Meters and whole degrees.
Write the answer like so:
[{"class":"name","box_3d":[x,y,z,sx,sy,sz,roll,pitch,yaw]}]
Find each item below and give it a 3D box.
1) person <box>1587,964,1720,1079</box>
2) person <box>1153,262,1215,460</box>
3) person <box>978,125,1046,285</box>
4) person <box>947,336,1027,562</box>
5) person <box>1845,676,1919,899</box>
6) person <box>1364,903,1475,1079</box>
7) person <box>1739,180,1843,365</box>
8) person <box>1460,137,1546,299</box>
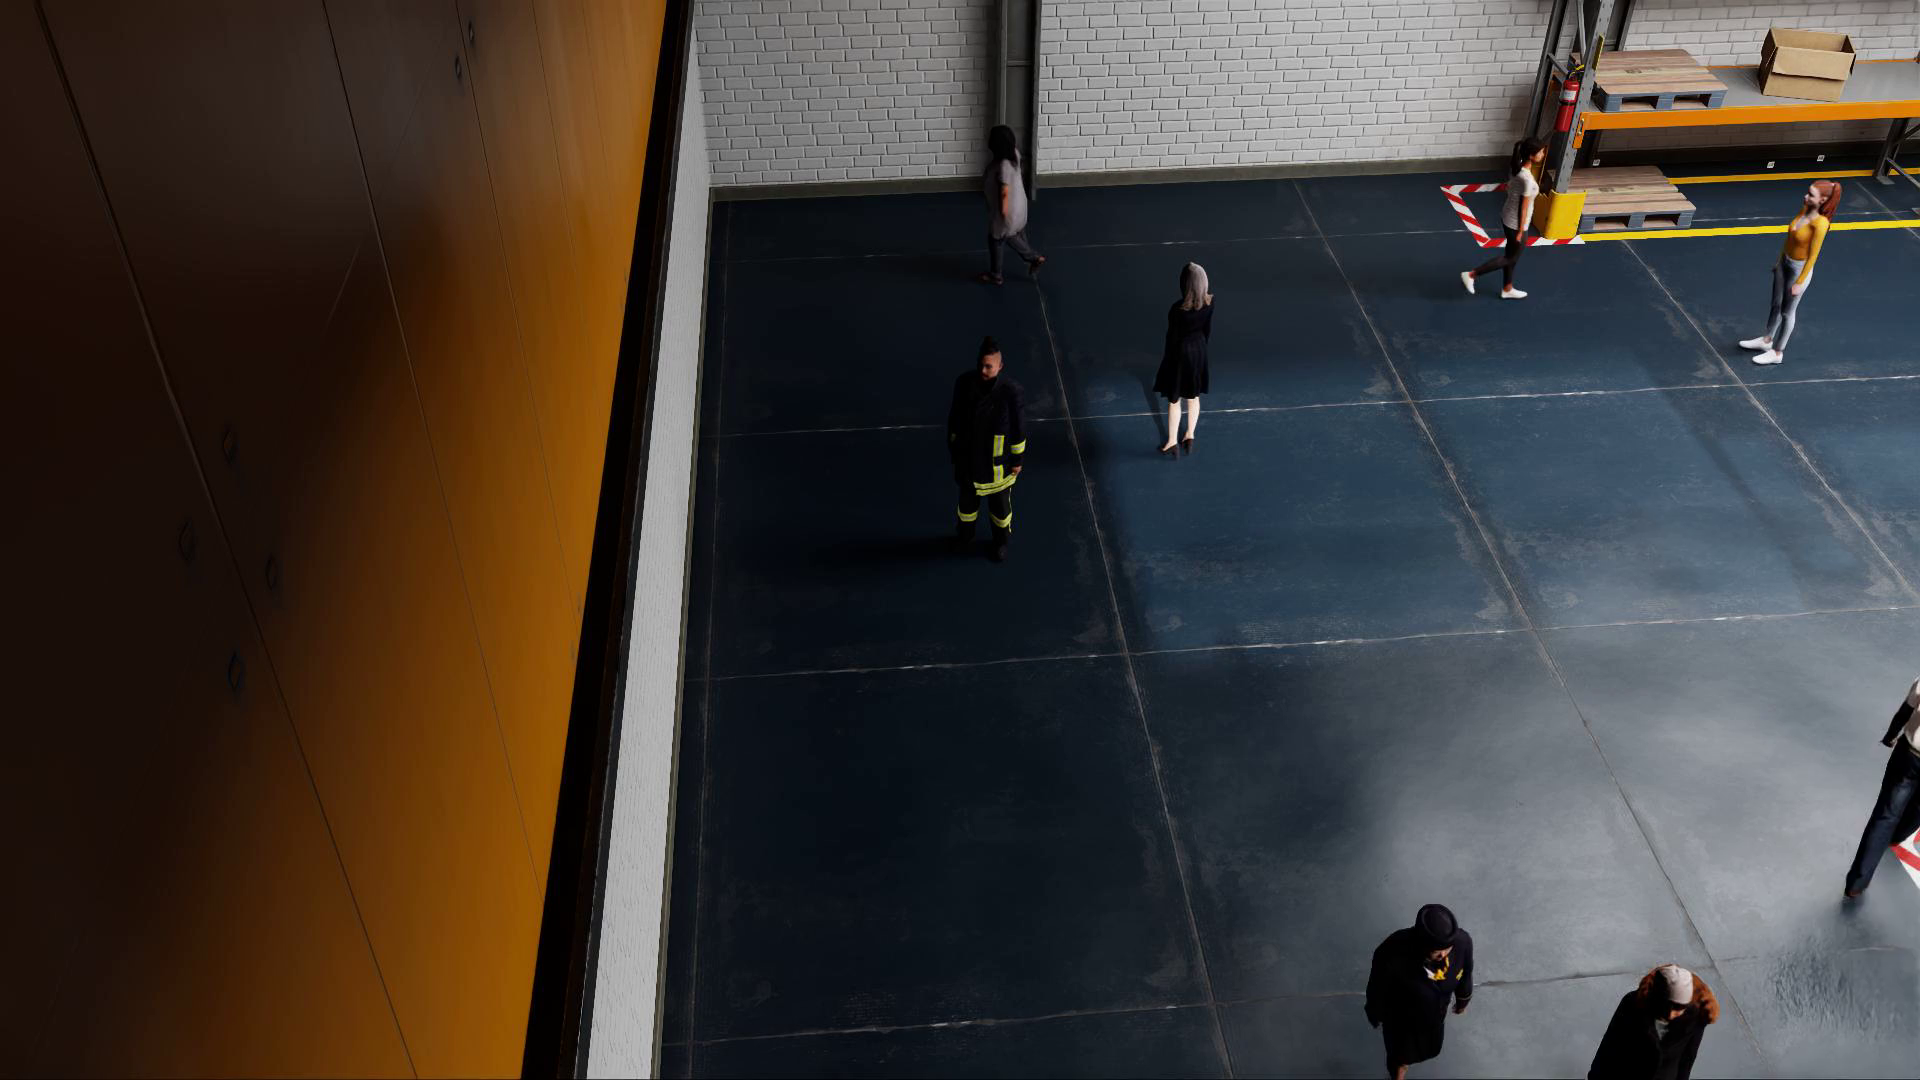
[{"class":"person","box_3d":[3.419,2.623,8.397,0.953,1.612,0.853,8,39,10]},{"class":"person","box_3d":[1.815,-1.442,13.381,0.638,1.745,0.749,-20,43,-23]},{"class":"person","box_3d":[0.500,-3.120,15.606,0.967,1.590,0.816,11,40,13]},{"class":"person","box_3d":[0.198,-0.684,12.340,0.780,1.860,0.913,11,40,14]},{"class":"person","box_3d":[5.645,1.376,9.801,1.209,1.809,1.267,28,46,31]},{"class":"person","box_3d":[2.350,2.369,8.689,0.799,1.645,0.810,-9,39,-11]},{"class":"person","box_3d":[7.277,-2.341,14.503,0.545,1.749,0.594,-1,39,-1]},{"class":"person","box_3d":[5.041,-2.939,15.352,0.936,1.625,0.646,1,39,2]}]
